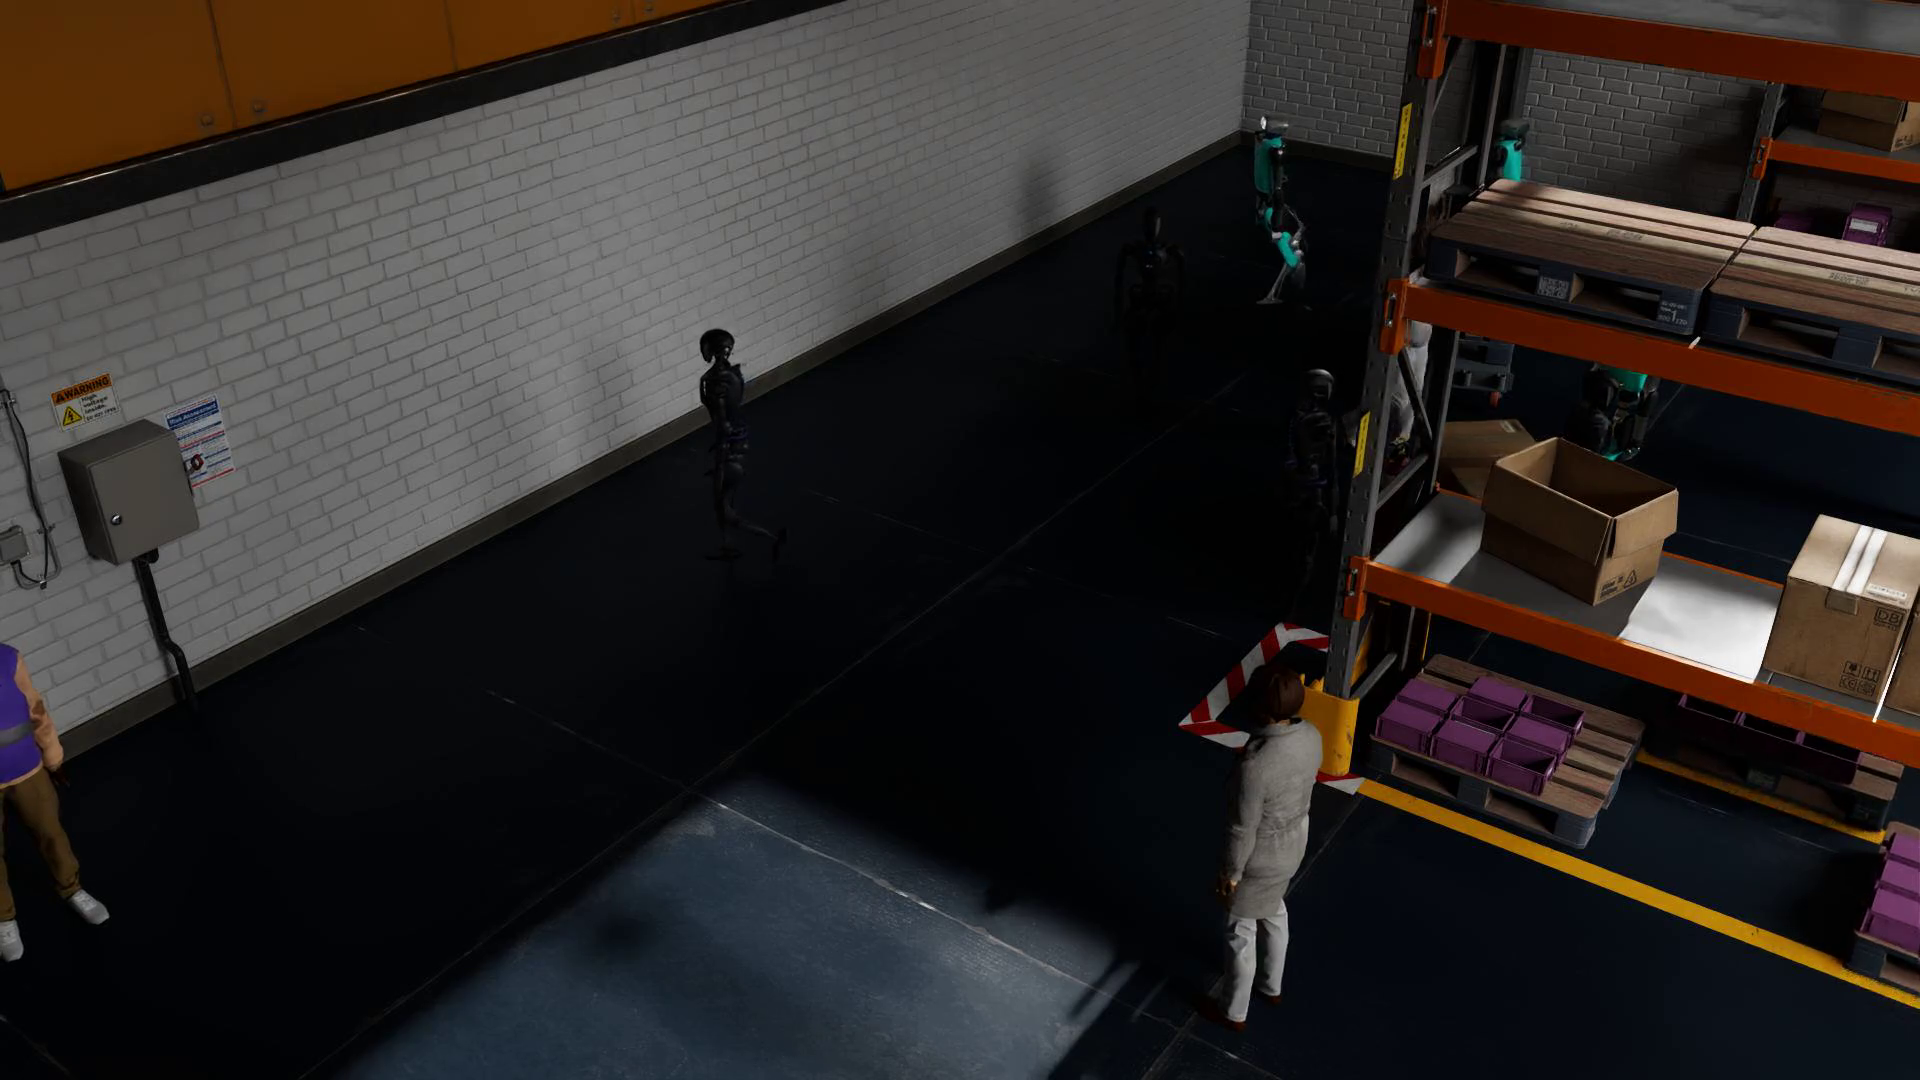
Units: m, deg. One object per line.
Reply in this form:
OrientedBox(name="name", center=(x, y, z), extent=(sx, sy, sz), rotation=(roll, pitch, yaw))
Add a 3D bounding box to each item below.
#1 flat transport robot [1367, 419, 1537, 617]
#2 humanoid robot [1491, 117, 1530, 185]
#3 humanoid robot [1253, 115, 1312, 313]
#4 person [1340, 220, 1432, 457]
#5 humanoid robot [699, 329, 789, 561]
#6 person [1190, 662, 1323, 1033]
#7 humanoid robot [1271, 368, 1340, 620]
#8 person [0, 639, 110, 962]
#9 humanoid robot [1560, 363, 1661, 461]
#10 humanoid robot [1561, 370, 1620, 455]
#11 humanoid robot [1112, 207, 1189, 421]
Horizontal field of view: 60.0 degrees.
OrientedBox(name="flat transport robot", center=(3.262, 0.216, 10.665), extent=(1.431, 0.231, 0.659), rotation=(-2, 30, -4))
OrientedBox(name="humanoid robot", center=(4.908, -2.688, 14.296), extent=(1.028, 1.771, 0.536), rotation=(20, 35, 31))
OrientedBox(name="humanoid robot", center=(2.870, -2.762, 14.475), extent=(0.765, 1.896, 0.545), rotation=(-6, 30, -10))
OrientedBox(name="person", center=(3.125, -1.406, 11.861), extent=(0.588, 1.878, 0.667), rotation=(22, 37, 34))
OrientedBox(name="humanoid robot", center=(-1.422, -0.603, 10.683), extent=(0.576, 1.634, 0.590), rotation=(-4, 30, -6))
OrientedBox(name="person", center=(1.303, 1.331, 7.183), extent=(0.364, 1.824, 0.516), rotation=(26, 39, 37))
OrientedBox(name="humanoid robot", center=(2.120, -0.282, 10.108), extent=(0.372, 1.650, 0.589), rotation=(-12, 32, -20))
OrientedBox(name="person", center=(-4.372, 1.057, 7.562), extent=(0.558, 1.918, 0.454), rotation=(-24, 37, -35))
OrientedBox(name="humanoid robot", center=(4.086, -0.726, 10.751), extent=(0.704, 1.721, 0.530), rotation=(-15, 33, -23))
OrientedBox(name="humanoid robot", center=(3.738, -0.273, 10.113), extent=(0.333, 1.661, 0.610), rotation=(2, 30, 4))
OrientedBox(name="humanoid robot", center=(1.470, -1.766, 12.709), extent=(0.598, 1.642, 0.533), rotation=(5, 30, 8))
